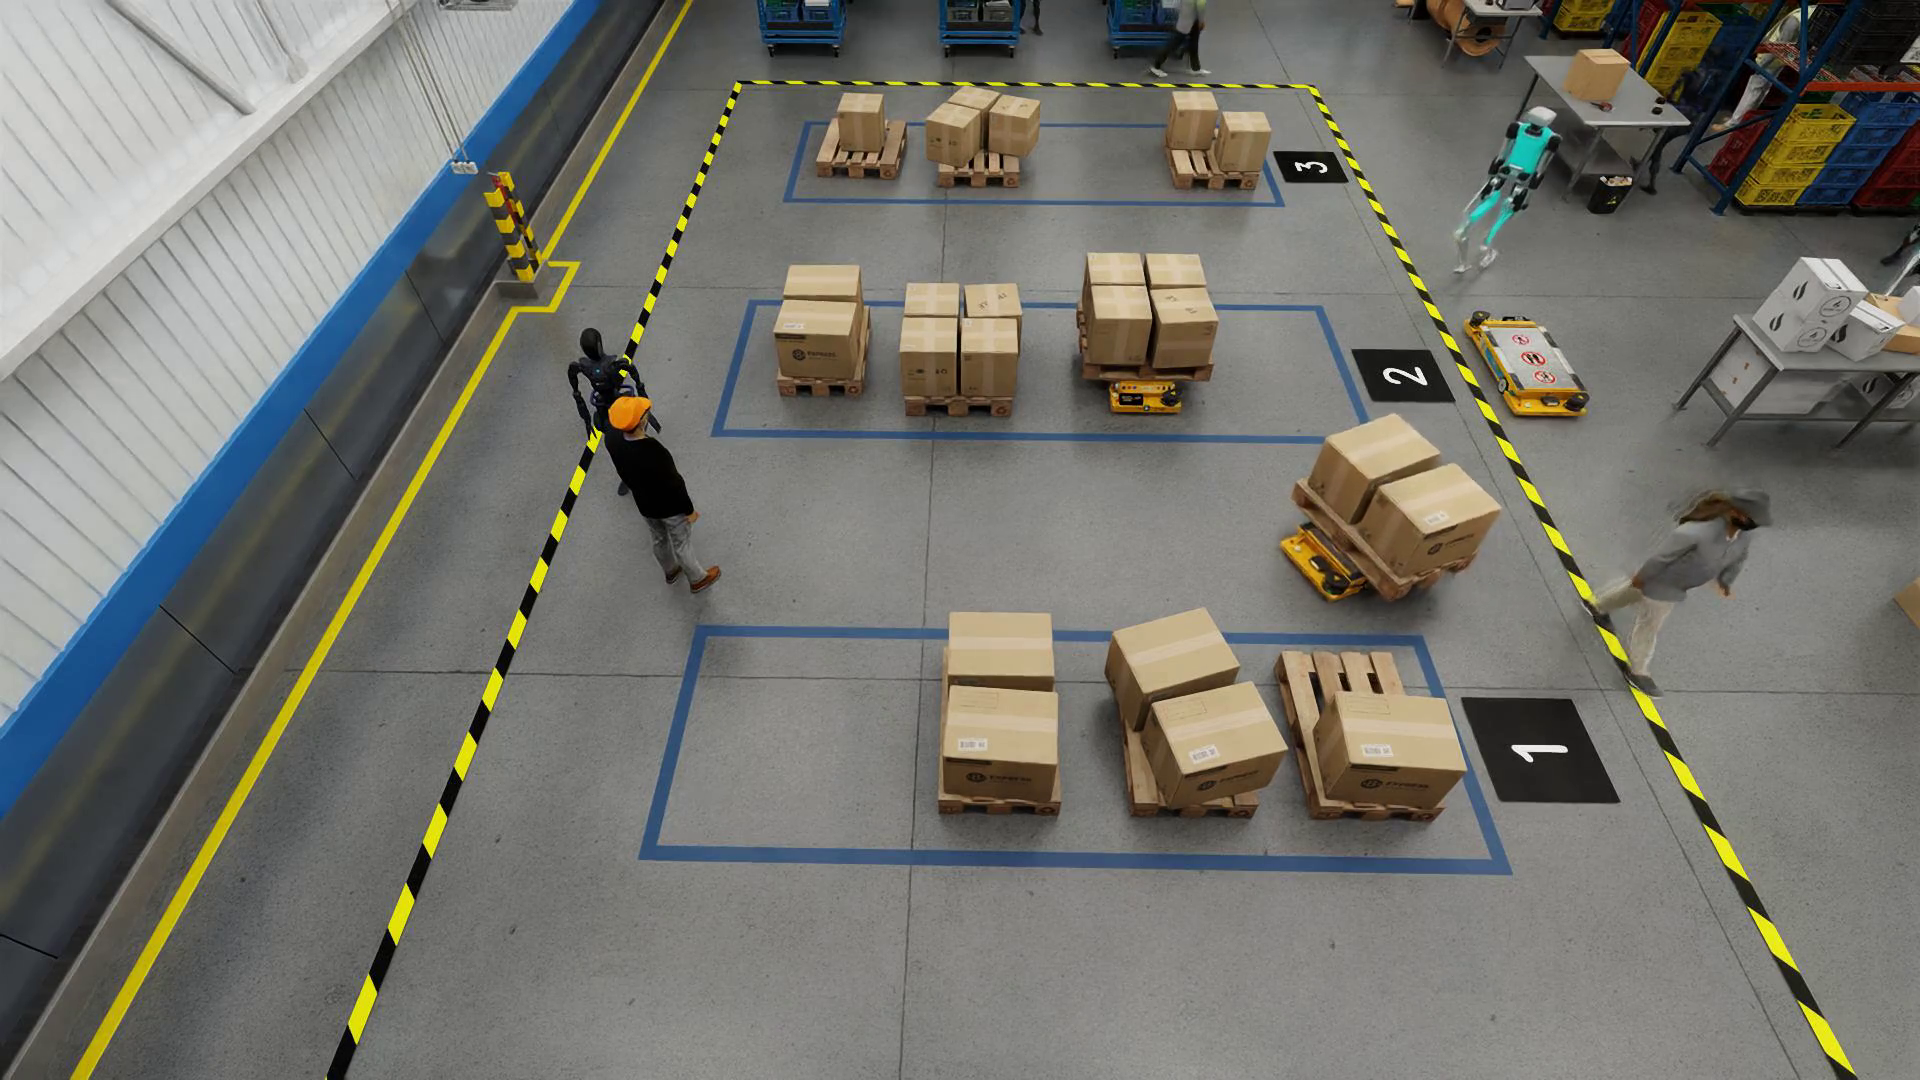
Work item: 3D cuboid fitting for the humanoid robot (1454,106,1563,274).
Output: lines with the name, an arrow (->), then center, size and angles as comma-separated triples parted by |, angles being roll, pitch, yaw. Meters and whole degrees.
humanoid robot -> 5.659, -3.580, 9.645 | 0.969, 1.728, 0.540 | -33, 57, -25

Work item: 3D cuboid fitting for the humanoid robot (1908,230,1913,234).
humanoid robot -> 11.316, -4.070, 10.110 | 1.015, 1.771, 0.531 | 2, 49, 2

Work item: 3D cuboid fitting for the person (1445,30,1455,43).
person -> 7.911, -8.640, 13.896 | 0.364, 1.957, 0.602 | 12, 50, 10

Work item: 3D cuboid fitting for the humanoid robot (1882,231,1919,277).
humanoid robot -> 10.661, -3.575, 9.695 | 0.327, 1.653, 0.610 | -15, 51, -12

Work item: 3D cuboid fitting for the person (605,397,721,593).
person -> -2.195, -0.302, 6.727 | 0.586, 1.884, 0.361 | 21, 52, 18

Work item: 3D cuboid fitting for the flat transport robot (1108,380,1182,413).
flat transport robot -> 1.773, -1.807, 9.079 | 0.652, 0.197, 1.431 | 1, 49, 1

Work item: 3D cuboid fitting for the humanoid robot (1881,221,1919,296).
humanoid robot -> 10.021, -3.088, 9.283 | 0.776, 1.852, 0.540 | -27, 54, -22

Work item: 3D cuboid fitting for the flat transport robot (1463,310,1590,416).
flat transport robot -> 5.573, -1.757, 9.054 | 0.659, 0.231, 1.431 | 1, 49, 1

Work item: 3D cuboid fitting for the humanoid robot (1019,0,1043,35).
humanoid robot -> 1.077, -8.685, 14.114 | 0.599, 1.643, 0.467 | -29, 55, -23

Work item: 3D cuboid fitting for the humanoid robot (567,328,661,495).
humanoid robot -> -2.786, -1.031, 7.482 | 0.599, 1.659, 0.315 | -7, 50, -6

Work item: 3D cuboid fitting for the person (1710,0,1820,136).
person -> 10.516, -6.220, 11.880 | 0.620, 1.838, 0.430 | -27, 54, -21

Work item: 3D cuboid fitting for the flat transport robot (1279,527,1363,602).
flat transport robot -> 3.418, -0.014, 7.527 | 1.431, 0.197, 0.652 | -19, 52, -16

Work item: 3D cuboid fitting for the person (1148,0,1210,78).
person -> 3.237, -7.508, 13.011 | 0.915, 1.813, 0.598 | 1, 49, 1

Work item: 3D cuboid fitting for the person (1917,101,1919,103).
person -> 13.076, -6.260, 11.782 | 0.390, 2.040, 0.607 | -3, 49, -3

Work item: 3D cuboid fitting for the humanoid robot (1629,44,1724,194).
humanoid robot -> 8.607, -5.090, 11.041 | 0.601, 1.630, 0.811 | -1, 49, -1

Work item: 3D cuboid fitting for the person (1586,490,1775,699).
person -> 4.994, 0.297, 6.309 | 0.581, 1.722, 0.920 | -13, 50, -11
